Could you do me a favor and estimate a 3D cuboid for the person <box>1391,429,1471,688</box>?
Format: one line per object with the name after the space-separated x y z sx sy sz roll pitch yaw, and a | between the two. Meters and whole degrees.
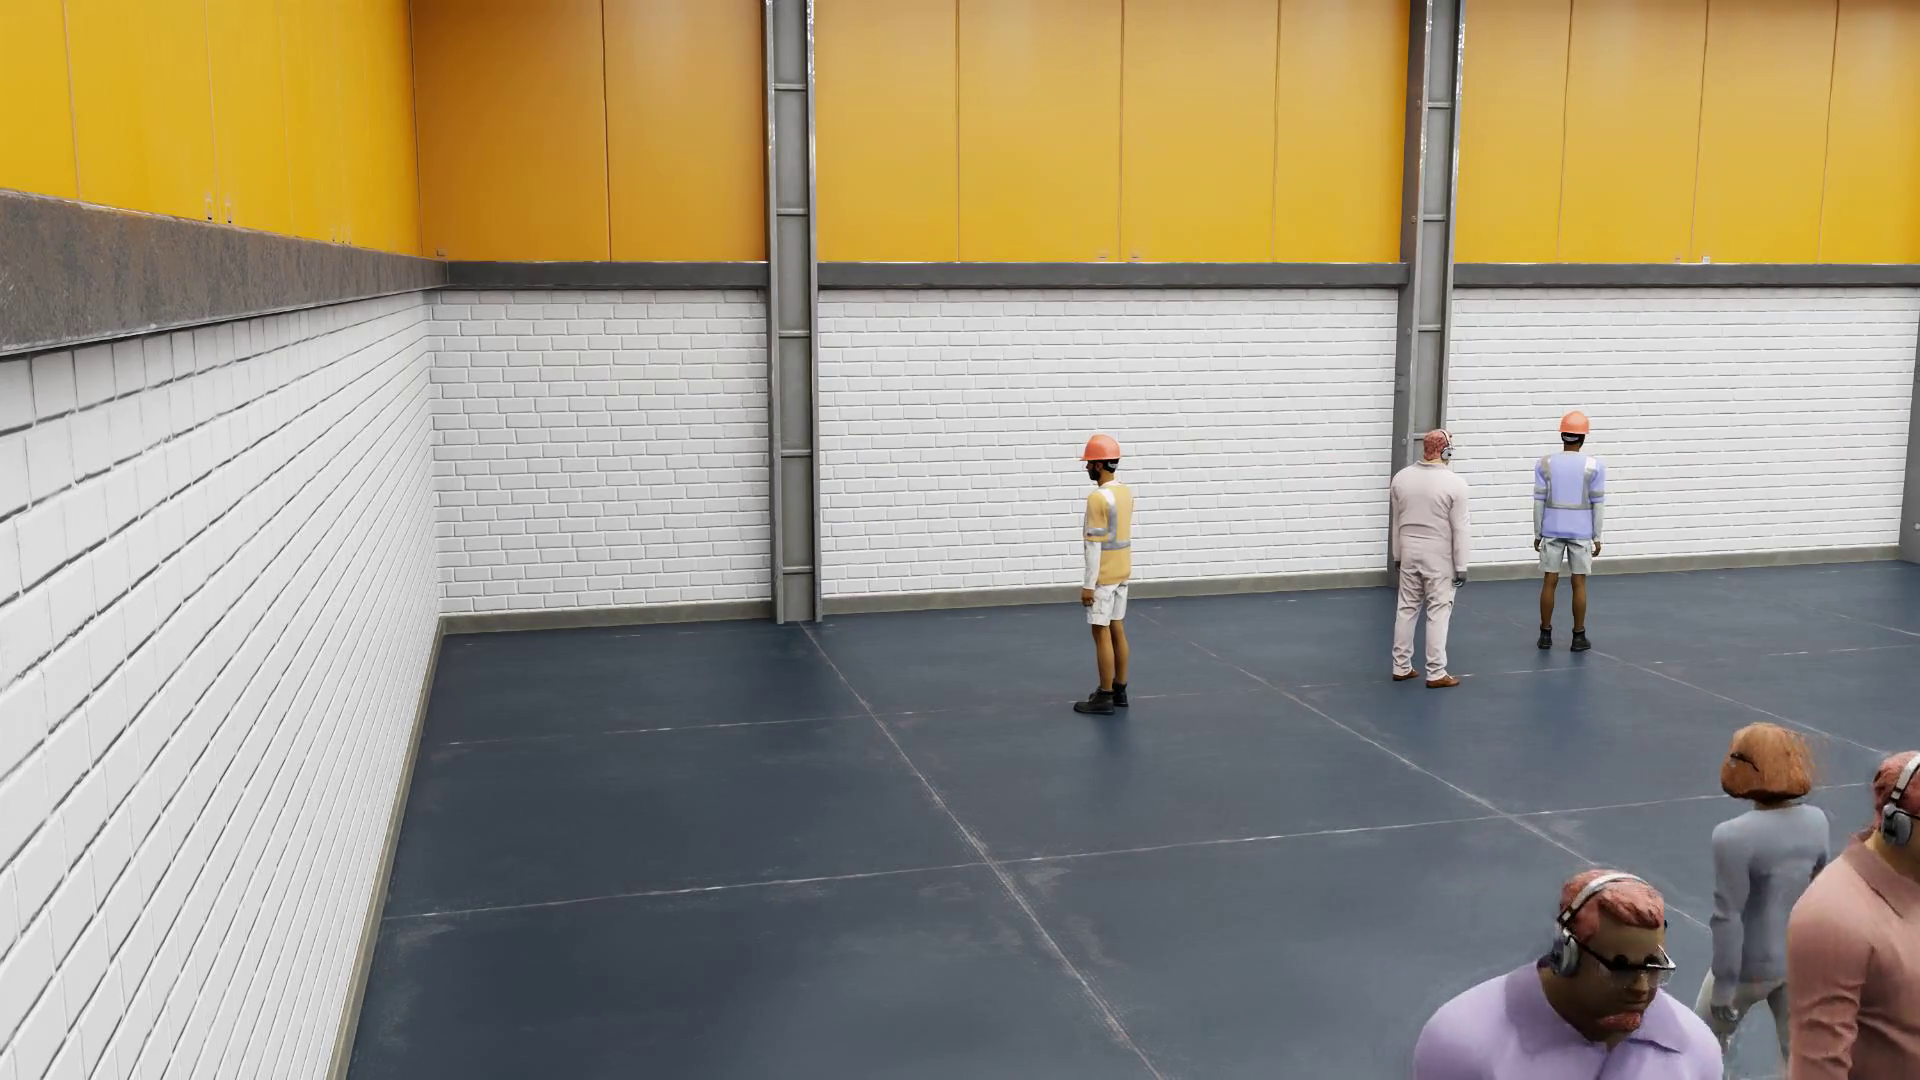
3.469 0.136 12.225 0.401 1.903 0.644 -8 12 -40 | person

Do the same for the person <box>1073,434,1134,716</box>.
0.983 0.238 11.483 0.382 1.933 0.542 5 10 28 | person

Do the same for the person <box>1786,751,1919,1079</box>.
2.326 1.438 4.083 0.674 1.894 0.485 -7 11 -36 | person

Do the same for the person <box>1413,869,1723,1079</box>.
1.236 1.544 3.523 0.651 1.871 0.903 0 9 2 | person

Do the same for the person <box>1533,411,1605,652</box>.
4.886 -0.068 13.369 0.547 1.938 0.359 5 10 27 | person

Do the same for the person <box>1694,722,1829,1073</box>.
2.627 1.381 5.415 0.522 1.588 0.866 -4 10 -22 | person
